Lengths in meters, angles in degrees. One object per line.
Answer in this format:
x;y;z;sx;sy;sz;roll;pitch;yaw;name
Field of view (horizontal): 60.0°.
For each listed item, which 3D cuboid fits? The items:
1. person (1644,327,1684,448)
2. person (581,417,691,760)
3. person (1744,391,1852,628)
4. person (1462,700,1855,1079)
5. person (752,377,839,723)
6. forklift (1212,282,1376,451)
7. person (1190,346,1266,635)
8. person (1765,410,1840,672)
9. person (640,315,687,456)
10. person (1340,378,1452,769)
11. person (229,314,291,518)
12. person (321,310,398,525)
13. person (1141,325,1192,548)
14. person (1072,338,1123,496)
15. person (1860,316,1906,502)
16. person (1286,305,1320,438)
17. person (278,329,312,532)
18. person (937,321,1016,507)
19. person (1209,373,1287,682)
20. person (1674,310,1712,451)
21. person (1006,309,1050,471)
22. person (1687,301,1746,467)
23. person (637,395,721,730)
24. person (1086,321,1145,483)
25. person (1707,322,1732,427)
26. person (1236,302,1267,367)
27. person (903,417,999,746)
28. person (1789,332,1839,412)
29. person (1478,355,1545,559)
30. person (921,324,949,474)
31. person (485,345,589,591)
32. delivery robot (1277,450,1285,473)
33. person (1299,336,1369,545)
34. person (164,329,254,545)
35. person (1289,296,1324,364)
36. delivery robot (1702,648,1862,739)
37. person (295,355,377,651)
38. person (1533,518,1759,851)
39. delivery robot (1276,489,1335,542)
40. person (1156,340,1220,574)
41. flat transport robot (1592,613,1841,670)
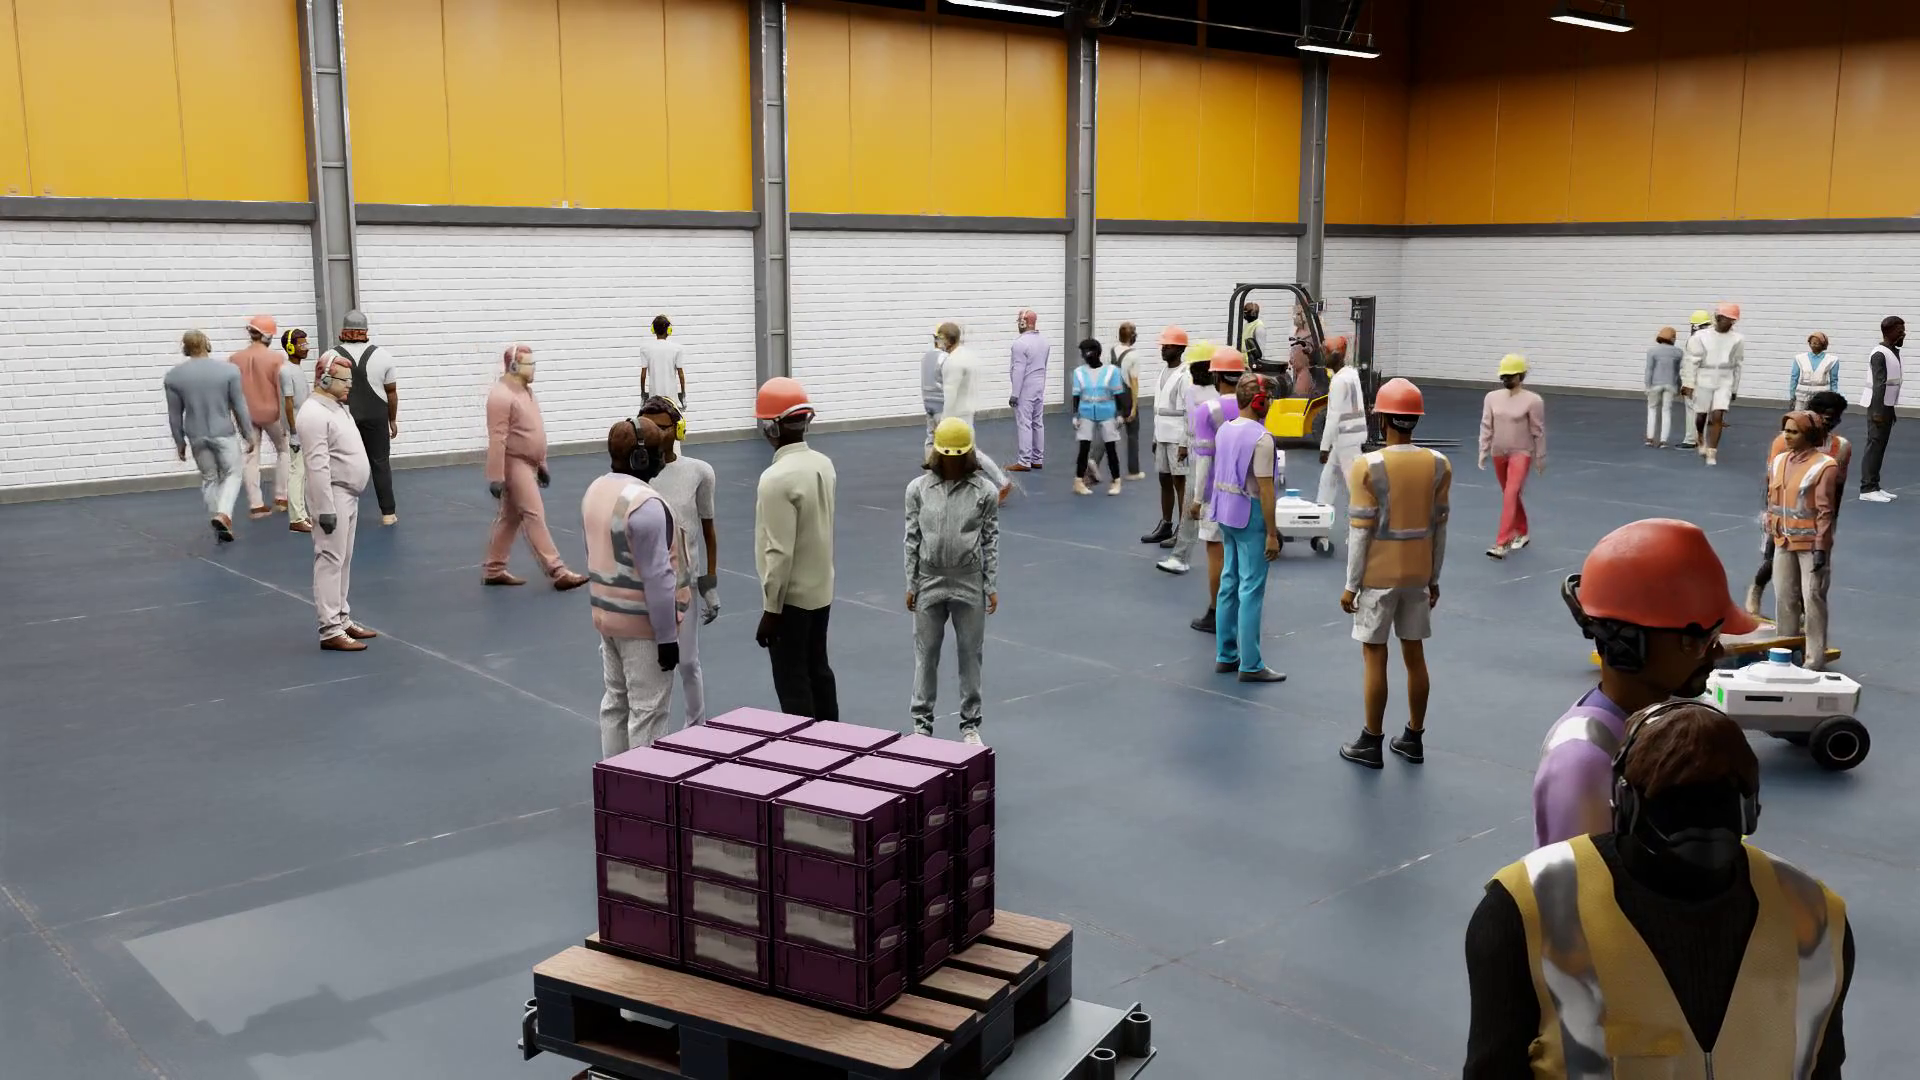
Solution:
9.339;-2.024;22.075;0.518;1.595;0.662;2;10;14;person
-1.396;0.380;7.299;0.429;1.845;0.621;-7;12;-37;person
5.577;-0.183;11.088;0.566;1.662;0.656;1;10;4;person
1.132;1.161;2.728;0.627;1.844;0.429;0;10;1;person
-0.766;0.255;7.591;0.391;1.989;0.623;3;10;19;person
4.328;-2.346;22.227;2.313;2.155;1.214;3;10;16;forklift
1.781;-0.334;11.201;0.551;1.934;0.372;-5;11;-27;person
5.010;0.036;9.935;0.321;1.627;0.509;-3;10;-15;person
-3.390;-1.632;19.008;0.532;1.865;0.311;-1;10;-4;person
2.142;0.168;8.258;0.550;1.937;0.357;-3;10;-18;person
-6.788;-1.217;16.271;0.648;1.962;0.727;1;10;6;person
-5.656;-1.150;15.673;0.687;2.000;0.535;-4;10;-21;person
1.839;-0.901;14.503;0.348;1.943;0.543;-5;11;-25;person
1.468;-1.304;17.621;0.560;1.671;0.351;3;10;16;person
9.581;-1.362;17.279;0.391;1.917;0.593;8;12;38;person
4.927;-2.361;23.291;0.846;1.871;0.657;-1;10;-5;person
-6.081;-1.006;15.329;0.326;1.871;0.520;-2;10;-11;person
0.066;-1.258;16.747;0.934;1.898;0.642;0;10;-1;person
1.706;-0.074;9.945;0.389;1.845;0.567;-4;10;-22;person
9.609;-2.078;21.713;0.592;1.833;0.404;-8;12;-38;person
0.786;-1.766;19.662;0.410;1.912;0.643;7;12;34;person
9.211;-1.918;20.311;0.625;2.002;0.814;4;10;20;person
-1.436;0.227;8.112;0.531;1.870;0.317;0;10;0;person
1.774;-1.532;18.592;0.530;1.821;0.862;9;13;42;person
11.275;-2.491;24.718;0.268;1.631;0.507;-3;10;-18;person
4.365;-2.645;25.009;0.430;1.845;0.619;-2;10;-11;person
-0.046;0.240;8.425;0.483;1.736;0.315;0;10;1;person
10.144;-1.653;19.796;0.512;1.638;0.312;6;11;30;person
4.695;-0.722;14.141;0.952;1.708;0.505;-9;13;-42;person
-0.190;-1.409;17.840;0.404;1.819;0.591;-6;11;-31;person
-3.258;-0.540;12.631;0.912;1.859;0.669;1;10;3;person
3.191;-0.854;18.007;0.707;0.478;0.477;-8;12;-37;delivery robot
3.318;-0.866;14.621;0.916;1.829;0.632;4;10;21;person
-6.527;-0.872;14.459;0.703;1.903;0.586;-2;10;-10;person
5.666;-3.044;27.226;0.573;1.883;0.359;-3;10;-15;person
4.121;0.789;8.388;0.707;0.478;0.477;1;10;6;delivery robot
-4.026;-0.243;10.773;0.407;1.902;0.638;-1;10;-8;person
1.299;0.967;3.271;0.371;2.044;0.608;5;11;29;person
2.808;-0.190;14.119;0.707;0.478;0.477;0;10;1;delivery robot
1.987;-0.661;13.334;0.595;1.862;1.044;9;13;43;person
4.675;0.658;10.259;1.431;0.197;0.652;-5;11;-26;flat transport robot
